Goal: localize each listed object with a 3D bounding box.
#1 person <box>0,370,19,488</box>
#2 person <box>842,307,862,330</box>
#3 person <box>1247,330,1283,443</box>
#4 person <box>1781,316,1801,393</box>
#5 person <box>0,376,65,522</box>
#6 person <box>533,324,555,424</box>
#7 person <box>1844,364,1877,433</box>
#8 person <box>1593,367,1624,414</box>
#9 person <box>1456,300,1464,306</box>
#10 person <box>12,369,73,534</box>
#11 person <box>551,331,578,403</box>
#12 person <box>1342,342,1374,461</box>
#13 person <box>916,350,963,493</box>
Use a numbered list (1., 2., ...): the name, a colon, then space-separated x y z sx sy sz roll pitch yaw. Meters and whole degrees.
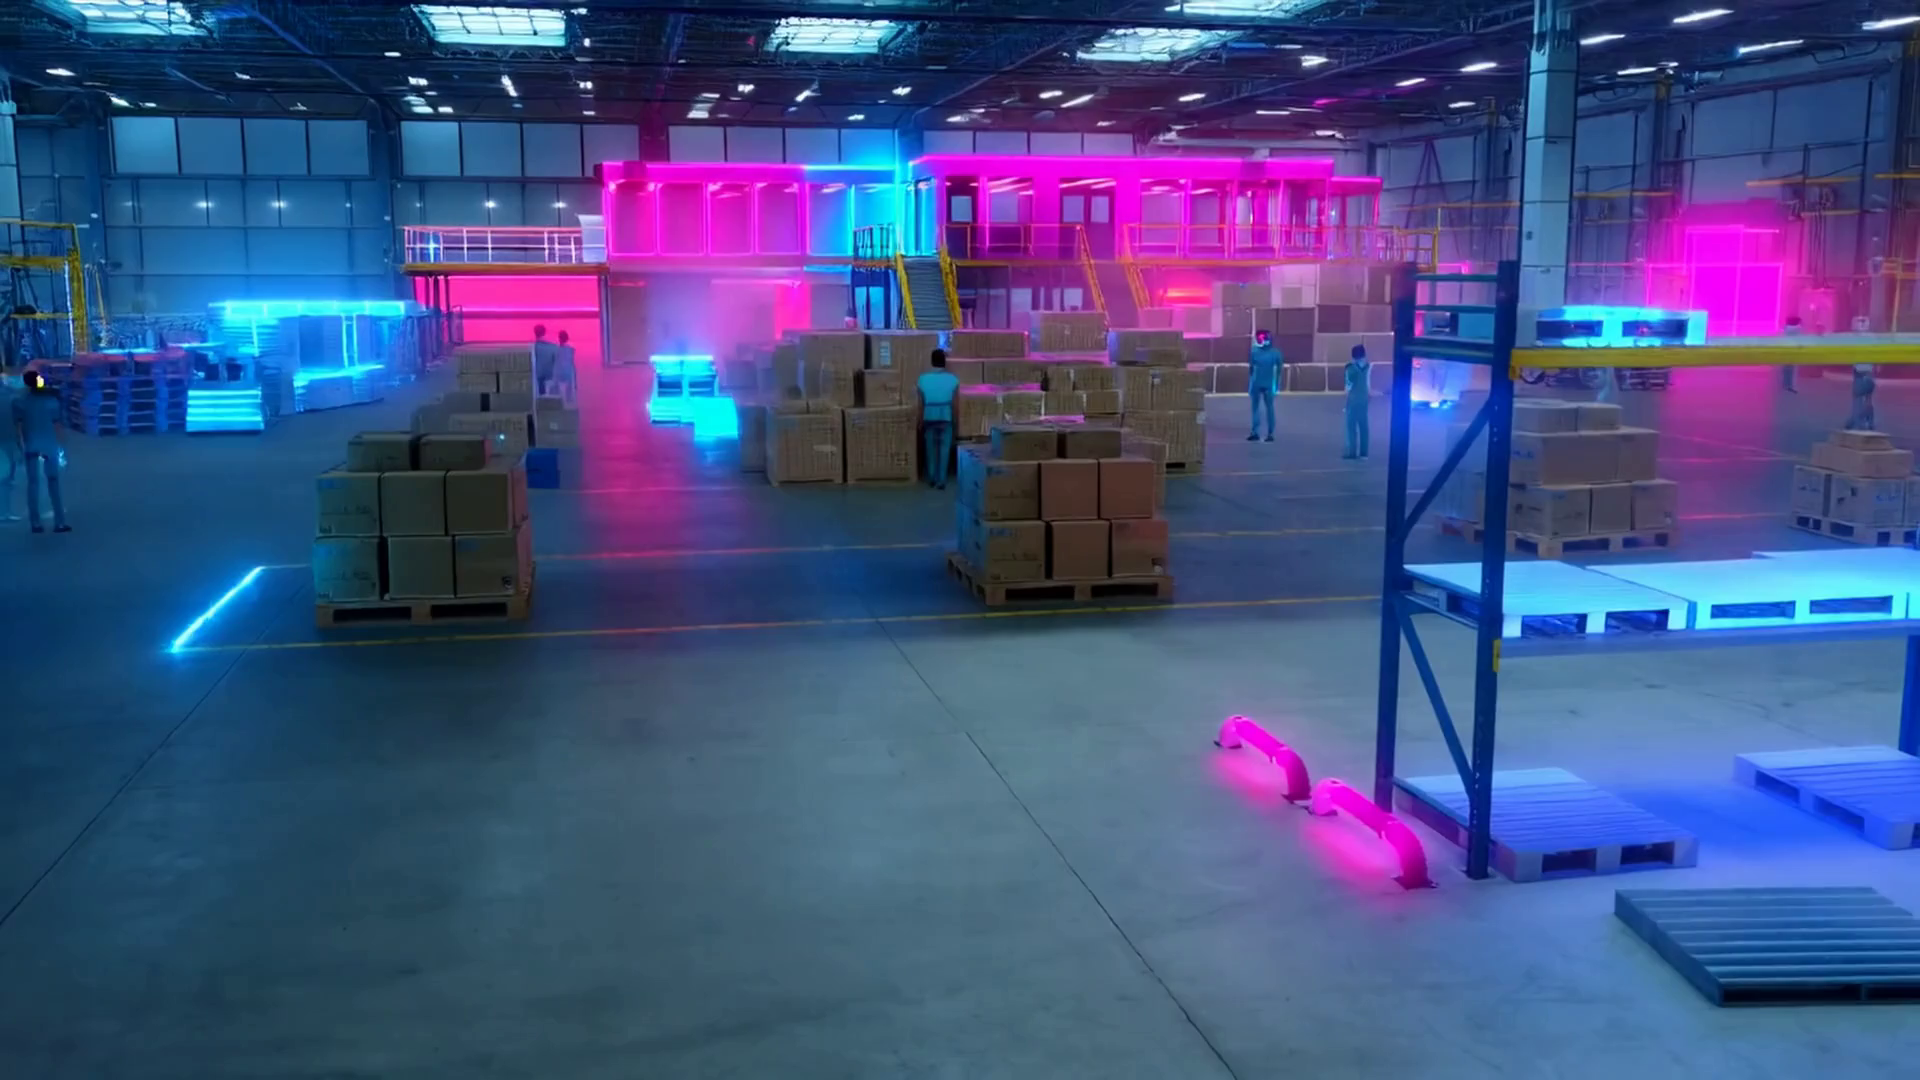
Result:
1. person: -13.019 -1.648 22.492 0.628 1.947 0.522 -1 9 -9
2. person: -3.161 -5.881 48.607 0.585 1.860 0.829 -1 9 -8
3. person: 5.228 -2.643 28.599 0.636 1.936 0.355 7 12 38
4. person: 19.955 -4.445 39.891 0.429 1.842 0.632 1 9 4
5. person: -11.199 -1.092 19.791 0.543 1.711 0.895 4 10 25
6. person: -7.997 -3.167 31.823 0.561 1.927 0.522 -4 10 -25
7. person: 13.144 -1.830 24.365 0.871 1.704 0.508 -2 9 -10
8. person: 13.143 -3.436 33.567 0.760 1.892 0.610 4 10 23
9. person: 16.400 -6.903 54.469 0.641 1.960 0.823 -5 11 -30
10. person: -10.366 -0.989 18.746 0.517 1.865 0.334 -2 9 -9
11. person: -7.129 -2.831 29.968 0.313 1.864 0.530 8 12 41
12. person: 6.178 -2.147 25.860 0.517 1.842 0.326 -4 10 -23
13. person: -0.263 -1.611 22.463 0.604 1.888 0.890 1 9 6
